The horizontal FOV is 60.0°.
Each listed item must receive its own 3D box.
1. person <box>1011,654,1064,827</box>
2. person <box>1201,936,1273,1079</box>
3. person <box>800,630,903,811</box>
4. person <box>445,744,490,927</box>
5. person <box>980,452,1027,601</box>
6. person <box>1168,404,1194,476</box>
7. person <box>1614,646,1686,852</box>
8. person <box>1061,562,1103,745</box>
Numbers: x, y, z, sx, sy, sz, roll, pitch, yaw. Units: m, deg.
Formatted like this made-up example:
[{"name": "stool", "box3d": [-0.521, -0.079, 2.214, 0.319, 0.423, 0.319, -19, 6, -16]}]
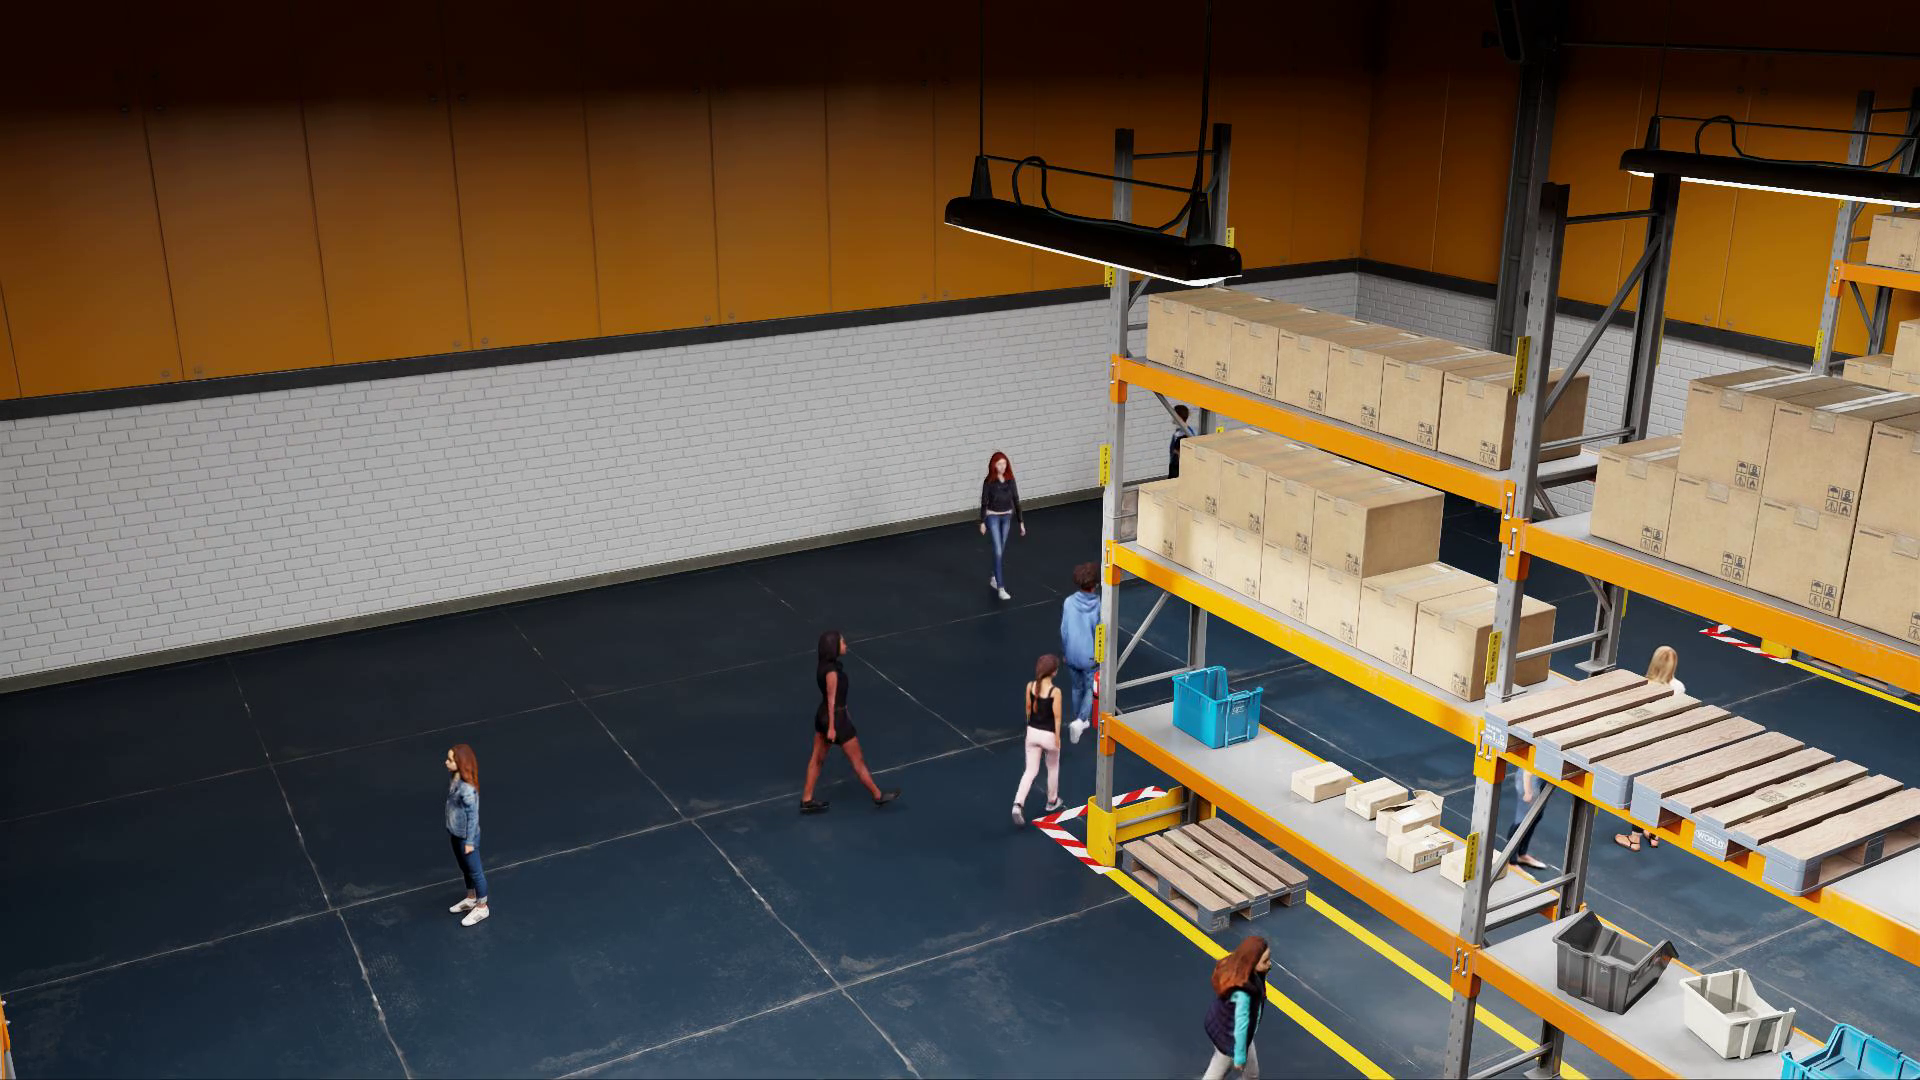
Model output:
[{"name": "person", "box3d": [0.683, 1.748, 14.443, 0.980, 1.535, 0.928, 9, 20, 24]}, {"name": "person", "box3d": [1.670, 3.120, 10.498, 0.996, 1.452, 0.892, 7, 20, 20]}, {"name": "person", "box3d": [-1.195, 1.628, 14.548, 0.944, 1.696, 1.143, -3, 19, -9]}, {"name": "person", "box3d": [-3.855, 2.272, 12.978, 0.644, 1.477, 0.479, -14, 23, -35]}, {"name": "person", "box3d": [0.436, -0.214, 19.918, 0.649, 1.758, 0.998, -9, 21, -25]}, {"name": "person", "box3d": [2.866, -0.860, 21.667, 0.796, 1.866, 0.749, 6, 20, 17]}, {"name": "person", "box3d": [5.834, 1.751, 13.977, 0.662, 1.826, 0.622, -5, 19, -13]}, {"name": "person", "box3d": [1.170, 1.115, 15.927, 1.038, 1.786, 1.041, 9, 20, 24]}]
